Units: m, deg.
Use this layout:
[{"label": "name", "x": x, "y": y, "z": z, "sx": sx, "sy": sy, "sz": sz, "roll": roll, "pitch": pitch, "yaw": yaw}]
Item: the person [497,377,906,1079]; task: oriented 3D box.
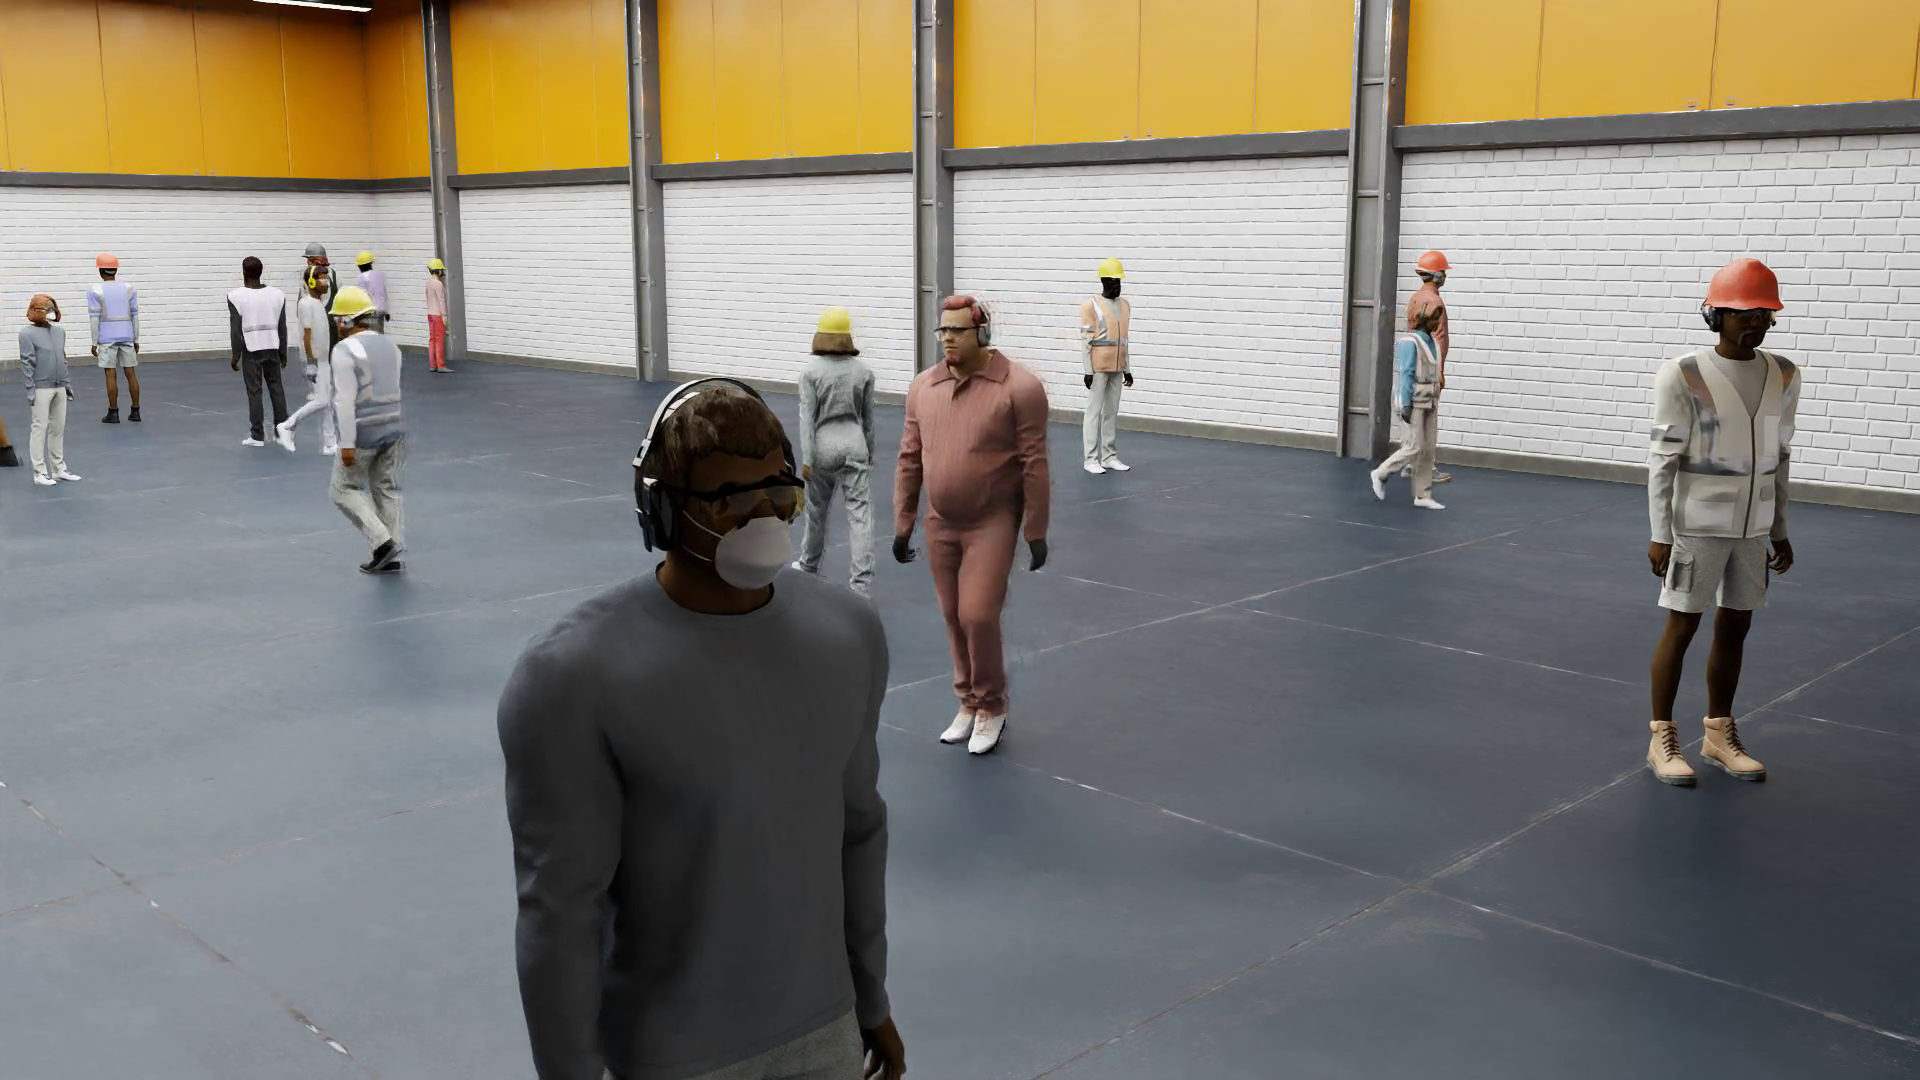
[{"label": "person", "x": -0.337, "y": 0.732, "z": 2.432, "sx": 0.632, "sy": 1.939, "sz": 0.368, "roll": -10, "pitch": 14, "yaw": -43}]

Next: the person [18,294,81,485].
[{"label": "person", "x": -7.837, "y": -1.293, "z": 14.307, "sx": 0.268, "sy": 1.632, "sz": 0.507, "roll": 2, "pitch": 11, "yaw": 12}]

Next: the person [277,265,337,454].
[{"label": "person", "x": -6.267, "y": -1.724, "z": 16.067, "sx": 0.610, "sy": 1.852, "sz": 0.535, "roll": 0, "pitch": 10, "yaw": -2}]

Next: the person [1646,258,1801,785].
[{"label": "person", "x": 2.971, "y": -0.059, "z": 6.460, "sx": 0.614, "sy": 2.042, "sz": 0.373, "roll": -2, "pitch": 11, "yaw": -12}]

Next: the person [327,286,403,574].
[{"label": "person", "x": -3.688, "y": -0.660, "z": 10.344, "sx": 0.426, "sy": 1.821, "sz": 0.595, "roll": 4, "pitch": 11, "yaw": 20}]

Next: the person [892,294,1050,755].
[{"label": "person", "x": 0.008, "y": -0.057, "z": 6.853, "sx": 0.682, "sy": 1.888, "sz": 0.560, "roll": 6, "pitch": 12, "yaw": 31}]

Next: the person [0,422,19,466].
[{"label": "person", "x": -9.215, "y": -1.598, "z": 15.287, "sx": 1.005, "sy": 1.879, "sz": 0.545, "roll": -1, "pitch": 10, "yaw": -4}]

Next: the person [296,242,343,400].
[{"label": "person", "x": -8.340, "y": -2.836, "z": 21.608, "sx": 0.536, "sy": 2.000, "sz": 0.672, "roll": 2, "pitch": 11, "yaw": 10}]

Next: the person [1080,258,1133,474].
[{"label": "person", "x": 1.334, "y": -1.566, "z": 14.988, "sx": 0.586, "sy": 1.928, "sz": 0.369, "roll": -9, "pitch": 14, "yaw": -40}]

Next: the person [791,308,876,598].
[{"label": "person", "x": -0.742, "y": -0.510, "z": 9.848, "sx": 0.503, "sy": 1.698, "sz": 0.871, "roll": -4, "pitch": 11, "yaw": -22}]

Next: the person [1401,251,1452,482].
[{"label": "person", "x": 4.075, "y": -1.509, "z": 14.492, "sx": 0.375, "sy": 1.997, "sz": 0.612, "roll": -1, "pitch": 10, "yaw": -7}]

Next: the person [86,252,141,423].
[{"label": "person", "x": -9.638, "y": -2.300, "z": 18.957, "sx": 0.354, "sy": 1.942, "sz": 0.545, "roll": 9, "pitch": 14, "yaw": 40}]

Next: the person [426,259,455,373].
[{"label": "person", "x": -8.120, "y": -3.482, "z": 25.884, "sx": 0.312, "sy": 1.769, "sz": 0.522, "roll": -9, "pitch": 14, "yaw": -41}]

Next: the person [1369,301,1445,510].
[{"label": "person", "x": 3.542, "y": -1.049, "z": 12.987, "sx": 0.503, "sy": 1.623, "sz": 0.530, "roll": 10, "pitch": 14, "yaw": 42}]

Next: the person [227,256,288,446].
[{"label": "person", "x": -7.120, "y": -1.914, "z": 16.915, "sx": 0.392, "sy": 1.919, "sz": 0.591, "roll": 9, "pitch": 14, "yaw": 41}]

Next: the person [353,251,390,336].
[{"label": "person", "x": -9.261, "y": -3.611, "z": 26.258, "sx": 0.433, "sy": 1.889, "sz": 0.640, "roll": 3, "pitch": 11, "yaw": 15}]
